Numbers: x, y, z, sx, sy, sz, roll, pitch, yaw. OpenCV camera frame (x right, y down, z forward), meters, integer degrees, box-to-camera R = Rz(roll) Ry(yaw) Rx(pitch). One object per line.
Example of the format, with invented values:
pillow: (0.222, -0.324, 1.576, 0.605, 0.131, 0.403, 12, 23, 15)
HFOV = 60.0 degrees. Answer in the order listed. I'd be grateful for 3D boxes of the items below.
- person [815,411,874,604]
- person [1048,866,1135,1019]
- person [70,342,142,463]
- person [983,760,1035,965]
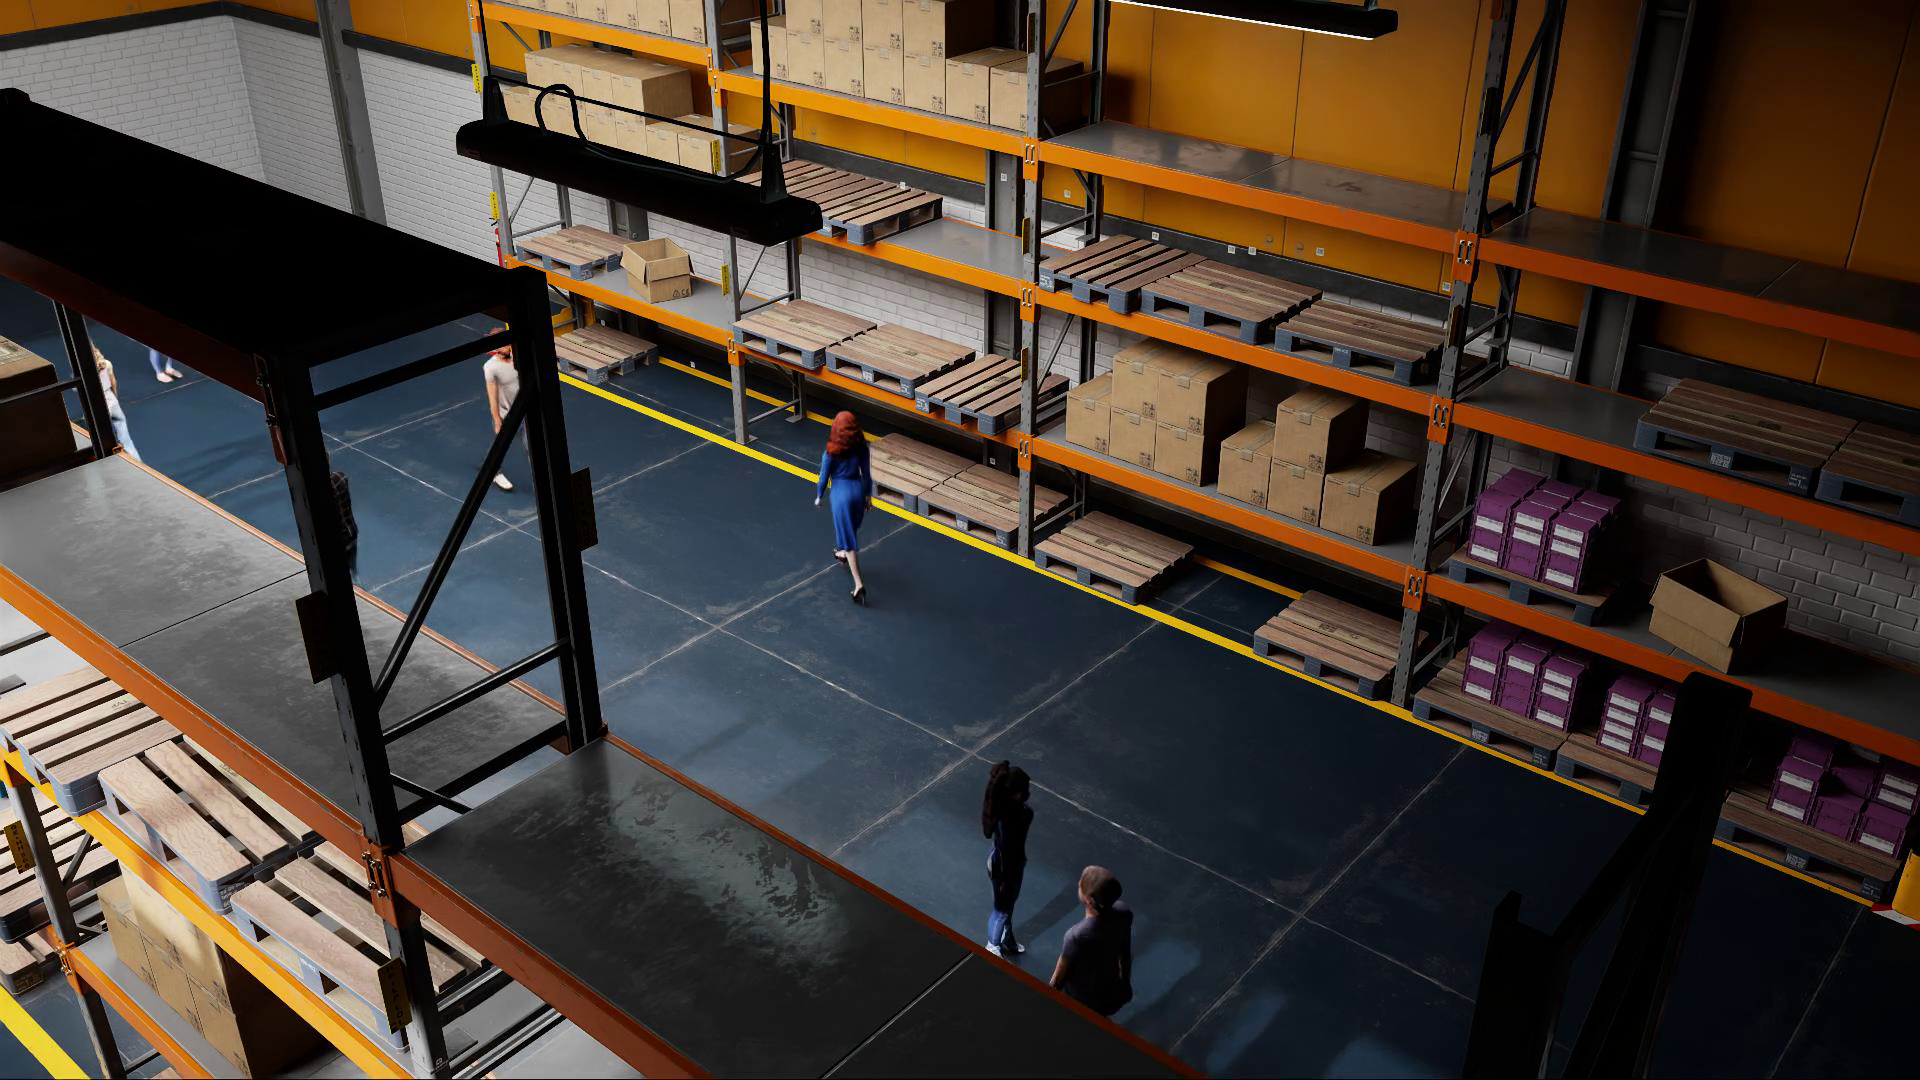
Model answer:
person: (-0.989, -0.255, 15.138, 0.884, 1.788, 1.182, -16, 32, -27)
person: (0.839, 2.734, 9.607, 1.267, 1.838, 0.717, 24, 37, 37)
person: (-8.733, -1.257, 17.104, 1.209, 1.665, 0.706, 18, 34, 30)
person: (0.311, 2.132, 10.937, 0.679, 1.622, 0.686, 8, 30, 15)
